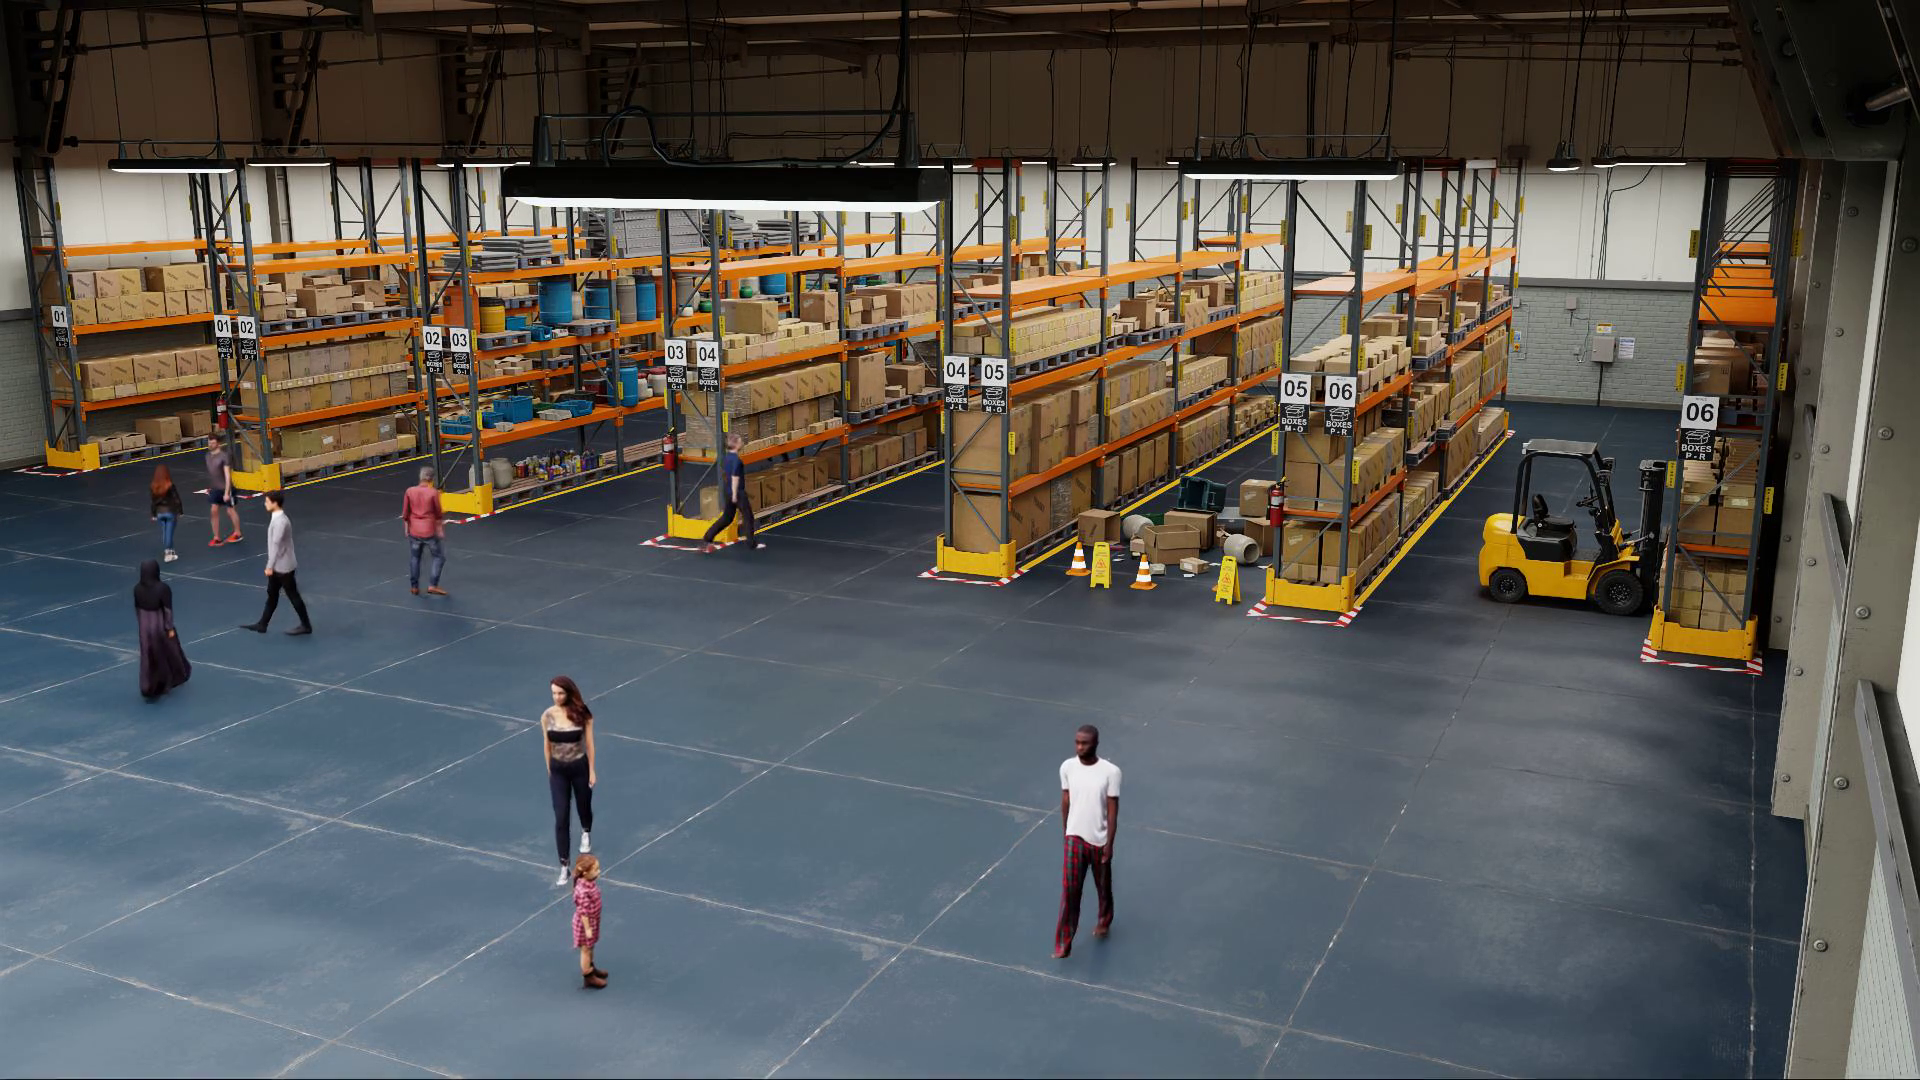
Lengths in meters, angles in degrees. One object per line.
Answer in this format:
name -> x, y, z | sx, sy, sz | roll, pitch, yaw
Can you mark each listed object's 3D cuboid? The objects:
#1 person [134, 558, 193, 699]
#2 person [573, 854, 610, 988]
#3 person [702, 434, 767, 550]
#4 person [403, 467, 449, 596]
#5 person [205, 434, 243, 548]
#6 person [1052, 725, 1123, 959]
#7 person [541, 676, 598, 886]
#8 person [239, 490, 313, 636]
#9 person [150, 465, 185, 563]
person -> -9.169, 1.005, 18.870 | 0.900, 1.604, 1.175 | 1, 13, 2
person -> -2.771, 2.814, 12.350 | 0.552, 1.021, 0.475 | 0, 13, 0
person -> -3.570, -0.697, 25.723 | 1.258, 1.827, 1.185 | -5, 14, -21
person -> -7.462, -0.115, 23.250 | 0.853, 1.811, 0.801 | -2, 13, -9
person -> -11.596, -0.799, 26.233 | 0.772, 1.796, 1.059 | 5, 14, 22
person -> 1.048, 2.302, 12.877 | 0.681, 1.781, 1.127 | 5, 14, 22
person -> -3.318, 1.998, 14.301 | 1.006, 1.730, 1.259 | -1, 13, -3
person -> -8.537, 0.312, 21.222 | 1.233, 1.893, 1.121 | -7, 15, -27
person -> -12.070, -0.393, 25.211 | 0.674, 1.467, 0.770 | 2, 13, 8
